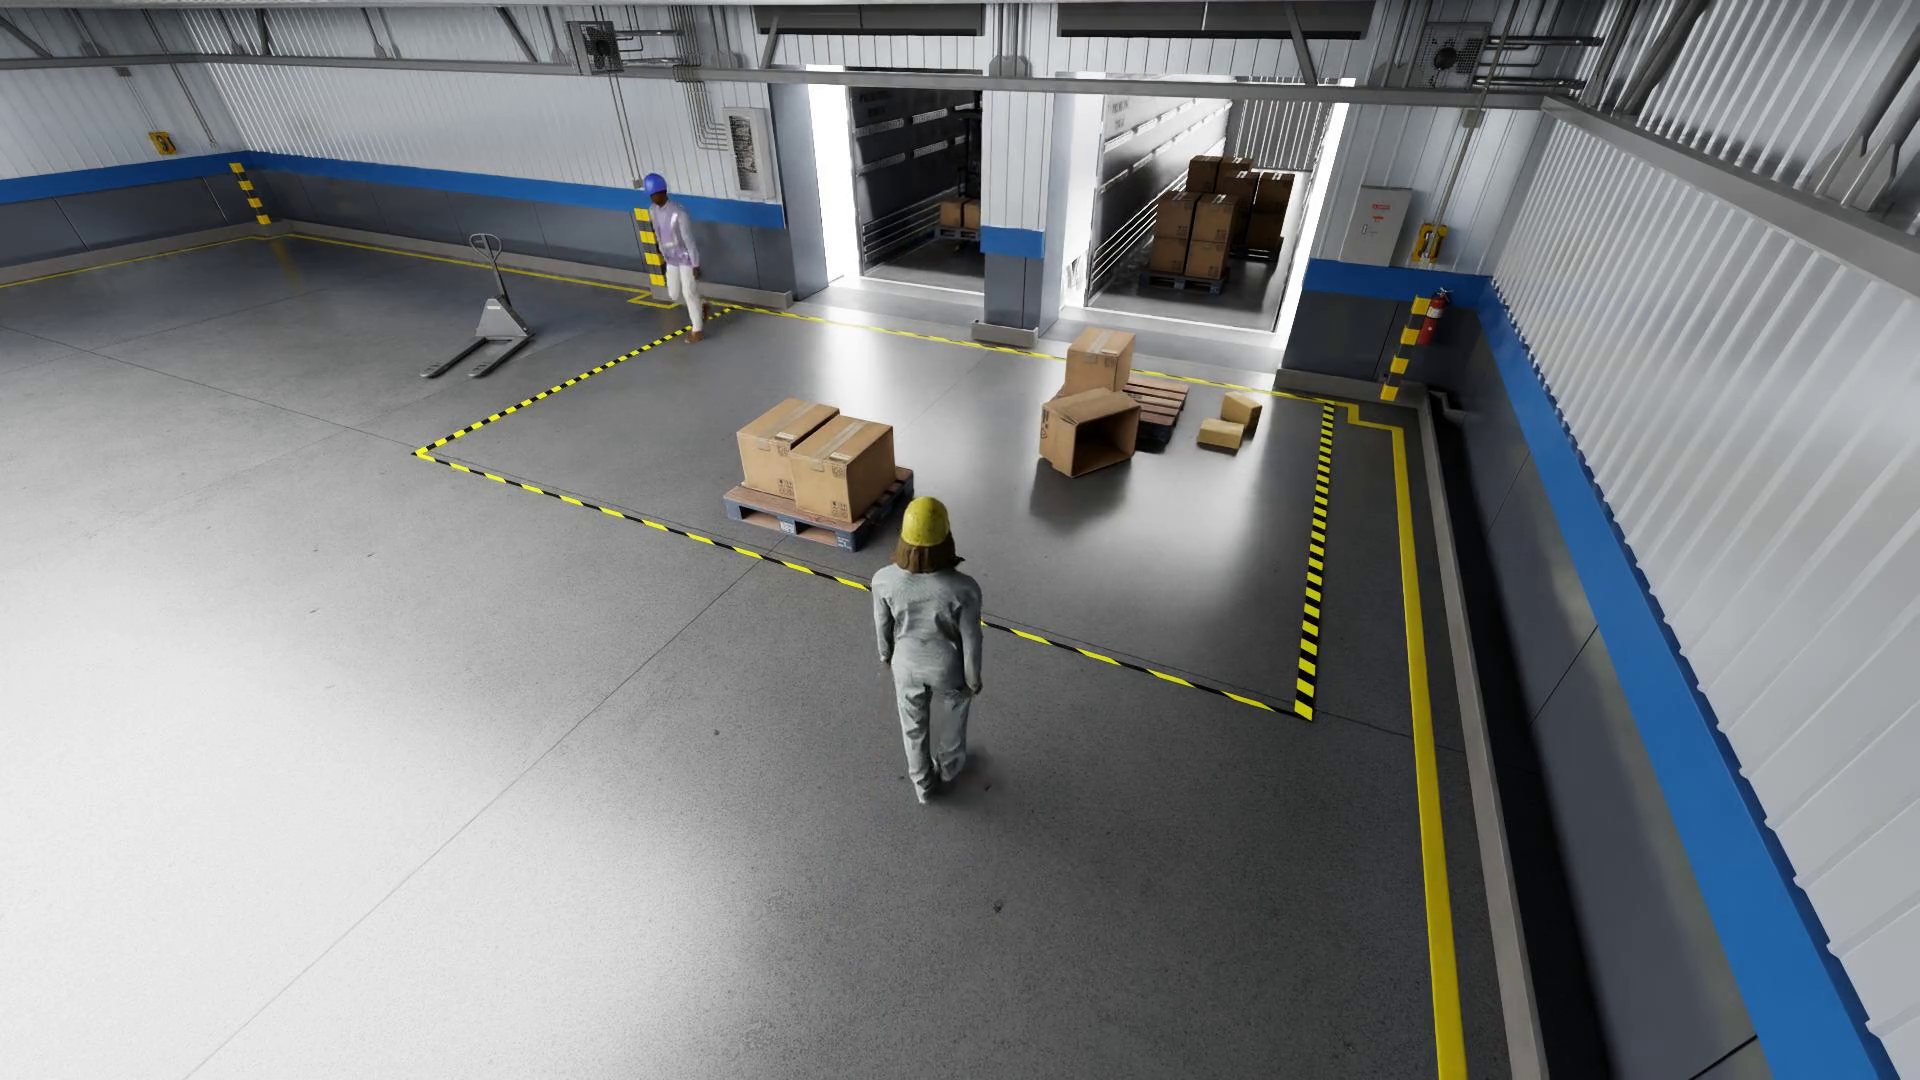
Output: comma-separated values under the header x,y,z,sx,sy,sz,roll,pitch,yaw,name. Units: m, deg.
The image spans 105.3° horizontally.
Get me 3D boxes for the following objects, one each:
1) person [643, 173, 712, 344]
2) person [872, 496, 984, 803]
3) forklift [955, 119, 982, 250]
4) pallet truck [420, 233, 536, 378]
x,y,z,sx,sy,sz,roll,pitch,yaw,name
-3.286,-3.342,8.727,0.635,1.913,0.688,17,39,22,person
-0.136,0.554,3.411,0.507,1.727,0.383,6,36,8,person
0.623,-6.173,12.595,0.716,2.013,0.776,15,38,20,forklift
-5.664,-2.712,8.427,0.680,1.201,1.601,0,35,-1,pallet truck
